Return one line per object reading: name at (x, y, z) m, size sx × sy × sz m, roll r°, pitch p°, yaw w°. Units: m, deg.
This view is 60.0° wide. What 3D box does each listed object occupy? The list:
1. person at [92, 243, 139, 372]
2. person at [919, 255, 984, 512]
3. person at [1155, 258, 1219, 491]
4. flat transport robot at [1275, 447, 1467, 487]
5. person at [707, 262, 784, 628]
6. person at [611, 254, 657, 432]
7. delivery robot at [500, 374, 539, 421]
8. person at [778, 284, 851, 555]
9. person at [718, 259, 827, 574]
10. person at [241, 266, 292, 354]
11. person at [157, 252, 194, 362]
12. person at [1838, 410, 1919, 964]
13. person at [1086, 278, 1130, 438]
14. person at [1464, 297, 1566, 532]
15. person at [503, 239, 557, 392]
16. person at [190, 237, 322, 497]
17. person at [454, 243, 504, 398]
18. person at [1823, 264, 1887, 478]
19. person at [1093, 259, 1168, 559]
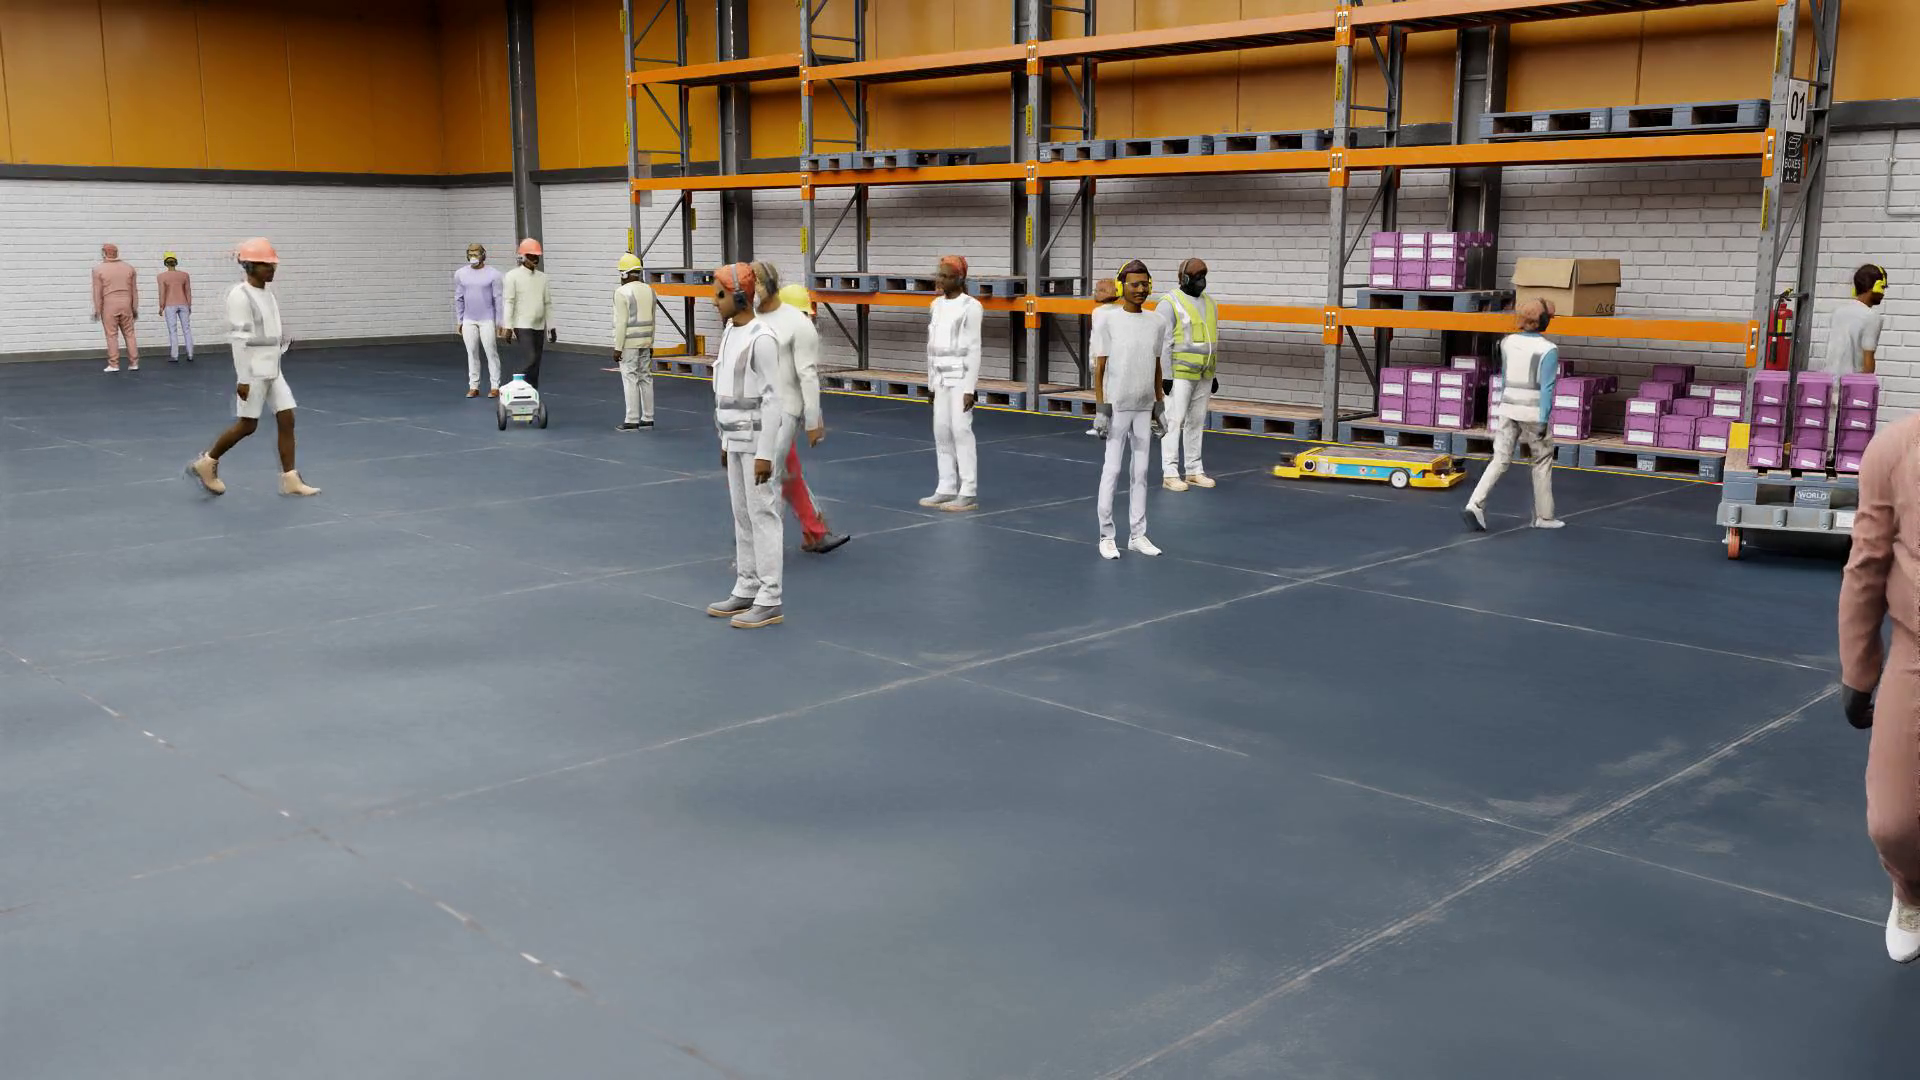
person at (-12.552, -3.450, 24.726) m, size 0.405 × 1.907 × 0.647 m, roll 8°, pitch 13°, yaw 36°
person at (-0.053, -1.145, 12.249) m, size 0.376 × 1.871 × 0.631 m, roll -7°, pitch 13°, yaw -34°
person at (1.839, -1.320, 13.286) m, size 0.627 × 1.844 × 0.429 m, roll -8°, pitch 13°, yaw -38°
flat transport robot at (3.390, -0.614, 13.719) m, size 1.431 × 0.197 × 0.652 m, roll 6°, pitch 12°, yaw 29°
person at (-1.104, -0.489, 8.635) m, size 0.361 × 1.885 × 0.575 m, roll -5°, pitch 12°, yaw -27°
person at (-3.385, -2.034, 17.201) m, size 0.404 × 1.830 × 0.603 m, roll 5°, pitch 12°, yaw 28°
delivery robot at (-4.656, -1.506, 17.555) m, size 0.477 × 0.478 × 0.707 m, roll -4°, pitch 11°, yaw -20°
person at (-1.062, -0.759, 10.568) m, size 0.928 × 1.702 × 0.536 m, roll 5°, pitch 12°, yaw 27°
person at (-1.109, -0.783, 10.252) m, size 0.617 × 1.898 × 1.000 m, roll 6°, pitch 12°, yaw 31°
person at (-11.588, -3.970, 27.680) m, size 0.650 × 1.875 × 0.819 m, roll 5°, pitch 11°, yaw 24°
person at (-12.573, -3.727, 26.641) m, size 0.327 × 1.760 × 0.523 m, roll 9°, pitch 14°, yaw 41°
person at (2.553, 0.334, 4.154) m, size 0.647 × 1.890 × 0.616 m, roll 7°, pitch 13°, yaw 34°
person at (1.539, -1.807, 16.606) m, size 0.721 × 1.608 × 0.504 m, roll 9°, pitch 14°, yaw 42°
person at (3.818, -0.847, 11.346) m, size 0.787 × 1.609 × 0.519 m, roll -6°, pitch 12°, yaw -30°
person at (-4.876, -2.437, 18.991) m, size 0.477 × 1.977 × 0.651 m, roll 7°, pitch 12°, yaw 33°
person at (-5.481, -1.310, 12.789) m, size 0.919 × 2.018 × 0.619 m, roll 1°, pitch 10°, yaw 5°
person at (-5.978, -2.726, 20.732) m, size 0.623 × 1.932 × 0.368 m, roll 1°, pitch 10°, yaw 8°
person at (6.215, -1.015, 11.705) m, size 0.577 × 1.822 × 0.546 m, roll -1°, pitch 10°, yaw -6°
person at (1.077, -0.818, 10.468) m, size 0.509 × 1.872 × 0.328 m, roll -4°, pitch 11°, yaw -23°
